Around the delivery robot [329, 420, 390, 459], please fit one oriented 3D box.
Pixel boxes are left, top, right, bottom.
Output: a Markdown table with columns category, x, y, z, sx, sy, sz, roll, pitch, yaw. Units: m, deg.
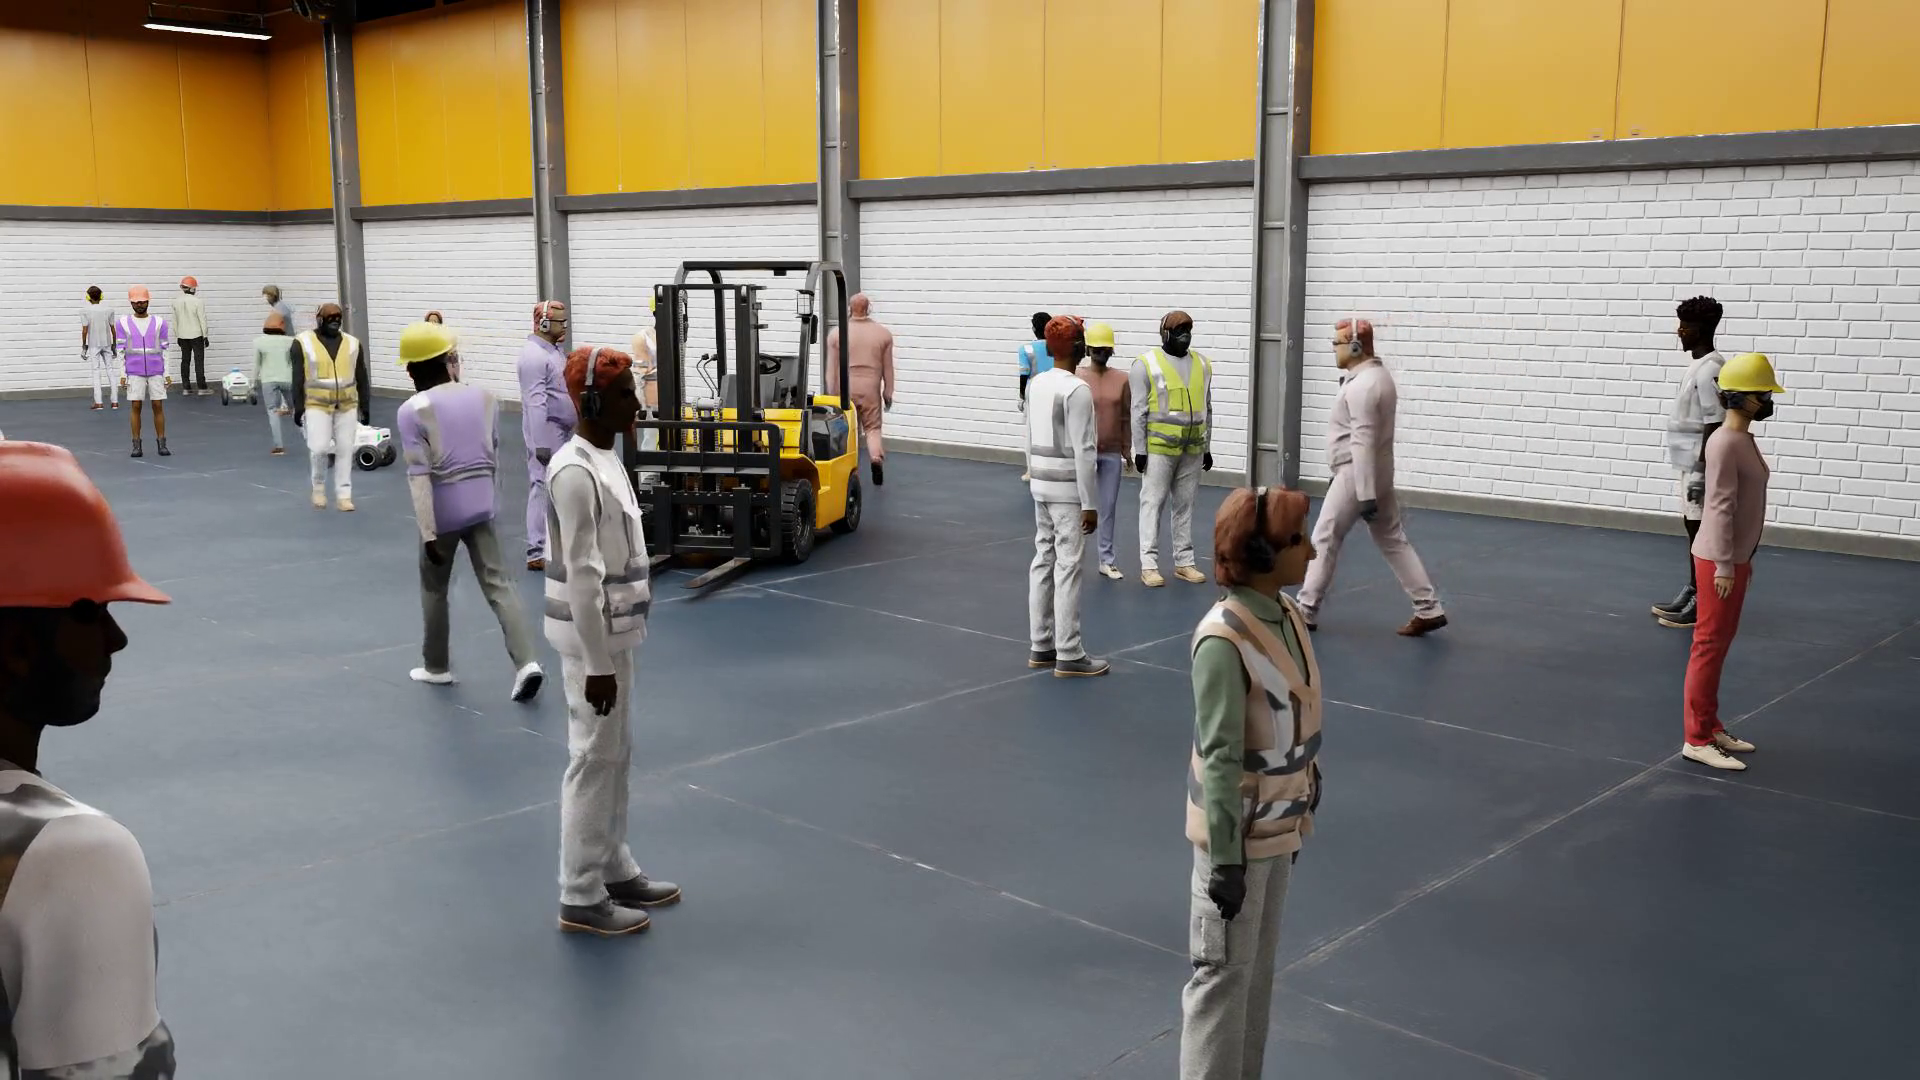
| category | x | y | z | sx | sy | sz | roll | pitch | yaw |
| --- | --- | --- | --- | --- | --- | --- | --- | --- | --- |
| delivery robot | -6.436 | -1.073 | 17.646 | 0.707 | 0.478 | 0.477 | 0 | 9 | 2 |

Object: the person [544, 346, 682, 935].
| category | x | y | z | sx | sy | sz | roll | pitch | yaw |
| --- | --- | --- | --- | --- | --- | --- | --- | --- | --- |
| person | -1.116 | 0.331 | 5.358 | 0.460 | 1.881 | 0.601 | -1 | 9 | -4 |

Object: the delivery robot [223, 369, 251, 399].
| category | x | y | z | sx | sy | sz | roll | pitch | yaw |
| --- | --- | --- | --- | --- | --- | --- | --- | --- | --- |
| delivery robot | -11.318 | -2.439 | 26.023 | 0.477 | 0.478 | 0.707 | -5 | 11 | -29 |

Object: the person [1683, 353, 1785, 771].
| category | x | y | z | sx | sy | sz | roll | pitch | yaw |
| --- | --- | --- | --- | --- | --- | --- | --- | --- | --- |
| person | 3.309 | 0.085 | 7.131 | 0.310 | 1.769 | 0.523 | 6 | 11 | 32 |

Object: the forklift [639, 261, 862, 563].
| category | x | y | z | sx | sy | sz | roll | pitch | yaw |
| --- | --- | --- | --- | --- | --- | --- | --- | --- | --- |
| forklift | -1.552 | -1.040 | 12.721 | 1.214 | 2.155 | 2.313 | 2 | 9 | 11 |

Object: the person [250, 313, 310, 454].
| category | x | y | z | sx | sy | sz | roll | pitch | yaw |
| --- | --- | --- | --- | --- | --- | --- | --- | --- | --- |
| person | -7.830 | -1.790 | 19.075 | 0.586 | 1.610 | 0.355 | -6 | 11 | -31 |

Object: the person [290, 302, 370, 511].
| category | x | y | z | sx | sy | sz | roll | pitch | yaw |
| --- | --- | --- | --- | --- | --- | --- | --- | --- | --- |
| person | -5.485 | -1.158 | 14.544 | 0.656 | 1.830 | 0.432 | -7 | 12 | -37 |

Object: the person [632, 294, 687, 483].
| category | x | y | z | sx | sy | sz | roll | pitch | yaw |
| --- | --- | --- | --- | --- | --- | --- | --- | --- | --- |
| person | -2.619 | -1.232 | 14.716 | 0.388 | 1.927 | 0.589 | 7 | 12 | 37 |

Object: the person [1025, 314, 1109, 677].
| category | x | y | z | sx | sy | sz | roll | pitch | yaw |
| --- | --- | --- | --- | --- | --- | --- | --- | --- | --- |
| person | 0.548 | -0.228 | 8.687 | 0.352 | 1.884 | 0.580 | -5 | 10 | -27 |

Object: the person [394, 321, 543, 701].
| category | x | y | z | sx | sy | sz | roll | pitch | yaw |
| --- | --- | --- | --- | --- | --- | --- | --- | --- | --- |
| person | -2.450 | -0.140 | 8.189 | 0.981 | 1.874 | 0.615 | 8 | 12 | 42 |

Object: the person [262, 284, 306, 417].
| category | x | y | z | sx | sy | sz | roll | pitch | yaw |
| --- | --- | --- | --- | --- | --- | --- | --- | --- | --- |
| person | -9.602 | -2.693 | 23.729 | 0.590 | 1.910 | 0.652 | -4 | 10 | -22 |

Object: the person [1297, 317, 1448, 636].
| category | x | y | z | sx | sy | sz | roll | pitch | yaw |
| --- | --- | --- | --- | --- | --- | --- | --- | --- | --- |
| person | 2.343 | -0.351 | 9.573 | 1.016 | 1.856 | 0.626 | 5 | 11 | 28 |

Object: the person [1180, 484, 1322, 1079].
| category | x | y | z | sx | sy | sz | roll | pitch | yaw |
| --- | --- | --- | --- | --- | --- | --- | --- | --- | --- |
| person | 0.669 | 0.686 | 3.830 | 0.306 | 1.640 | 0.523 | 5 | 10 | 26 |

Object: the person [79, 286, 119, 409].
| category | x | y | z | sx | sy | sz | roll | pitch | yaw |
| --- | --- | --- | --- | --- | --- | --- | --- | --- | --- |
| person | -13.023 | -2.904 | 25.163 | 0.512 | 1.865 | 0.329 | -9 | 13 | -44 |

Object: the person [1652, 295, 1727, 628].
| category | x | y | z | sx | sy | sz | roll | pitch | yaw |
| --- | --- | --- | --- | --- | --- | --- | --- | --- | --- |
| person | 4.373 | -0.458 | 9.857 | 0.372 | 1.963 | 0.608 | 3 | 10 | 19 |

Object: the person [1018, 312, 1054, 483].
| category | x | y | z | sx | sy | sz | roll | pitch | yaw |
| --- | --- | --- | --- | --- | --- | --- | --- | --- | --- |
| person | 0.815 | -1.413 | 16.525 | 0.535 | 1.699 | 0.318 | -4 | 10 | -23 |

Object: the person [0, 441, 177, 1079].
| category | x | y | z | sx | sy | sz | roll | pitch | yaw |
| --- | --- | --- | --- | --- | --- | --- | --- | --- | --- |
| person | -1.048 | 0.852 | 1.910 | 0.551 | 1.932 | 0.376 | 4 | 10 | 25 |

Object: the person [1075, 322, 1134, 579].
| category | x | y | z | sx | sy | sz | roll | pitch | yaw |
| --- | --- | --- | --- | --- | --- | --- | --- | --- | --- |
| person | 0.935 | -0.594 | 11.301 | 0.533 | 1.765 | 0.330 | -3 | 10 | -15 |

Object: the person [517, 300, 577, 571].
| category | x | y | z | sx | sy | sz | roll | pitch | yaw |
| --- | --- | --- | --- | --- | --- | --- | --- | --- | --- |
| person | -2.882 | -0.732 | 11.741 | 0.401 | 1.900 | 0.639 | 0 | 9 | -1 |

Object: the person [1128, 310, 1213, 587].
| category | x | y | z | sx | sy | sz | roll | pitch | yaw |
| --- | --- | --- | --- | --- | --- | --- | --- | --- | --- |
| person | 1.440 | -0.615 | 11.185 | 0.625 | 1.846 | 0.429 | -4 | 10 | -25 |

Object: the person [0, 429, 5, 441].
| category | x | y | z | sx | sy | sz | roll | pitch | yaw |
| --- | --- | --- | --- | --- | --- | --- | --- | --- | --- |
| person | -10.358 | -1.701 | 17.500 | 1.023 | 1.941 | 0.630 | -3 | 10 | -19 |

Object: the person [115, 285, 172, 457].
| category | x | y | z | sx | sy | sz | roll | pitch | yaw |
| --- | --- | --- | --- | --- | --- | --- | --- | --- | --- |
| person | -9.217 | -1.905 | 18.809 | 0.548 | 1.937 | 0.358 | -5 | 11 | -30 |

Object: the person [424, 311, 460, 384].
| category | x | y | z | sx | sy | sz | roll | pitch | yaw |
| --- | --- | --- | --- | --- | --- | --- | --- | --- | --- |
| person | -6.183 | -1.893 | 19.672 | 0.519 | 1.633 | 0.313 | -5 | 10 | -26 |

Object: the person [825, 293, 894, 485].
| category | x | y | z | sx | sy | sz | roll | pitch | yaw |
| --- | --- | --- | --- | --- | --- | --- | --- | --- | --- |
| person | -0.958 | -1.414 | 15.952 | 0.658 | 1.893 | 0.542 | -2 | 9 | -11 |

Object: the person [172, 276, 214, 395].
| category | x | y | z | sx | sy | sz | roll | pitch | yaw |
| --- | --- | --- | --- | --- | --- | --- | --- | --- | --- |
| person | -12.934 | -3.436 | 28.017 | 0.618 | 1.994 | 0.380 | 2 | 9 | 10 |
